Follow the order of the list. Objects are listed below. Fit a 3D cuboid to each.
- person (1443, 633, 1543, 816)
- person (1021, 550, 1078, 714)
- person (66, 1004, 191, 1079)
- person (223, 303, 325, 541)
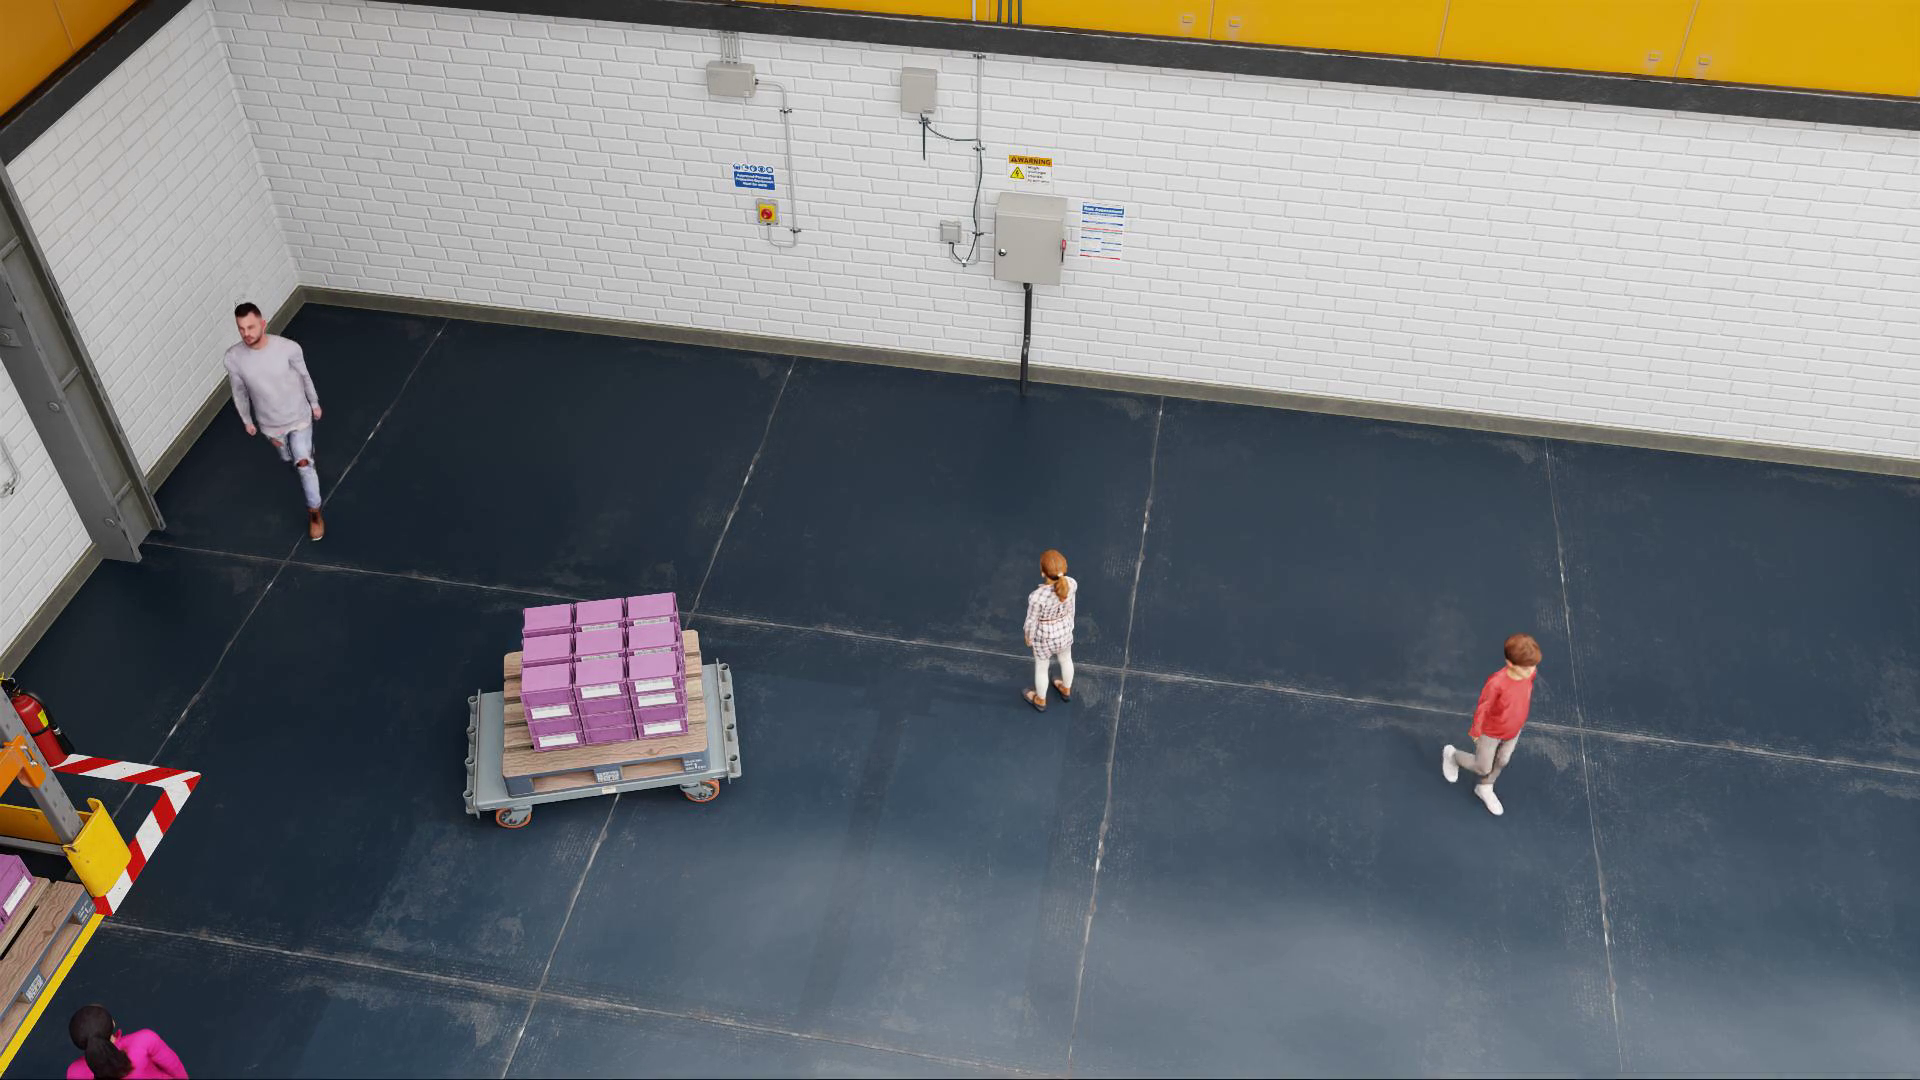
[{"bbox_3d":[3.177,1.046,9.901,0.719,1.408,0.800,-20,47,-19],"label":"person"},{"bbox_3d":[0.586,0.569,10.474,0.600,1.309,0.644,-21,47,-20],"label":"person"},{"bbox_3d":[-3.876,2.715,7.939,0.691,1.699,0.753,-26,50,-25],"label":"person"},{"bbox_3d":[-4.757,-0.932,11.682,0.975,1.816,1.224,-8,44,-9],"label":"person"}]
